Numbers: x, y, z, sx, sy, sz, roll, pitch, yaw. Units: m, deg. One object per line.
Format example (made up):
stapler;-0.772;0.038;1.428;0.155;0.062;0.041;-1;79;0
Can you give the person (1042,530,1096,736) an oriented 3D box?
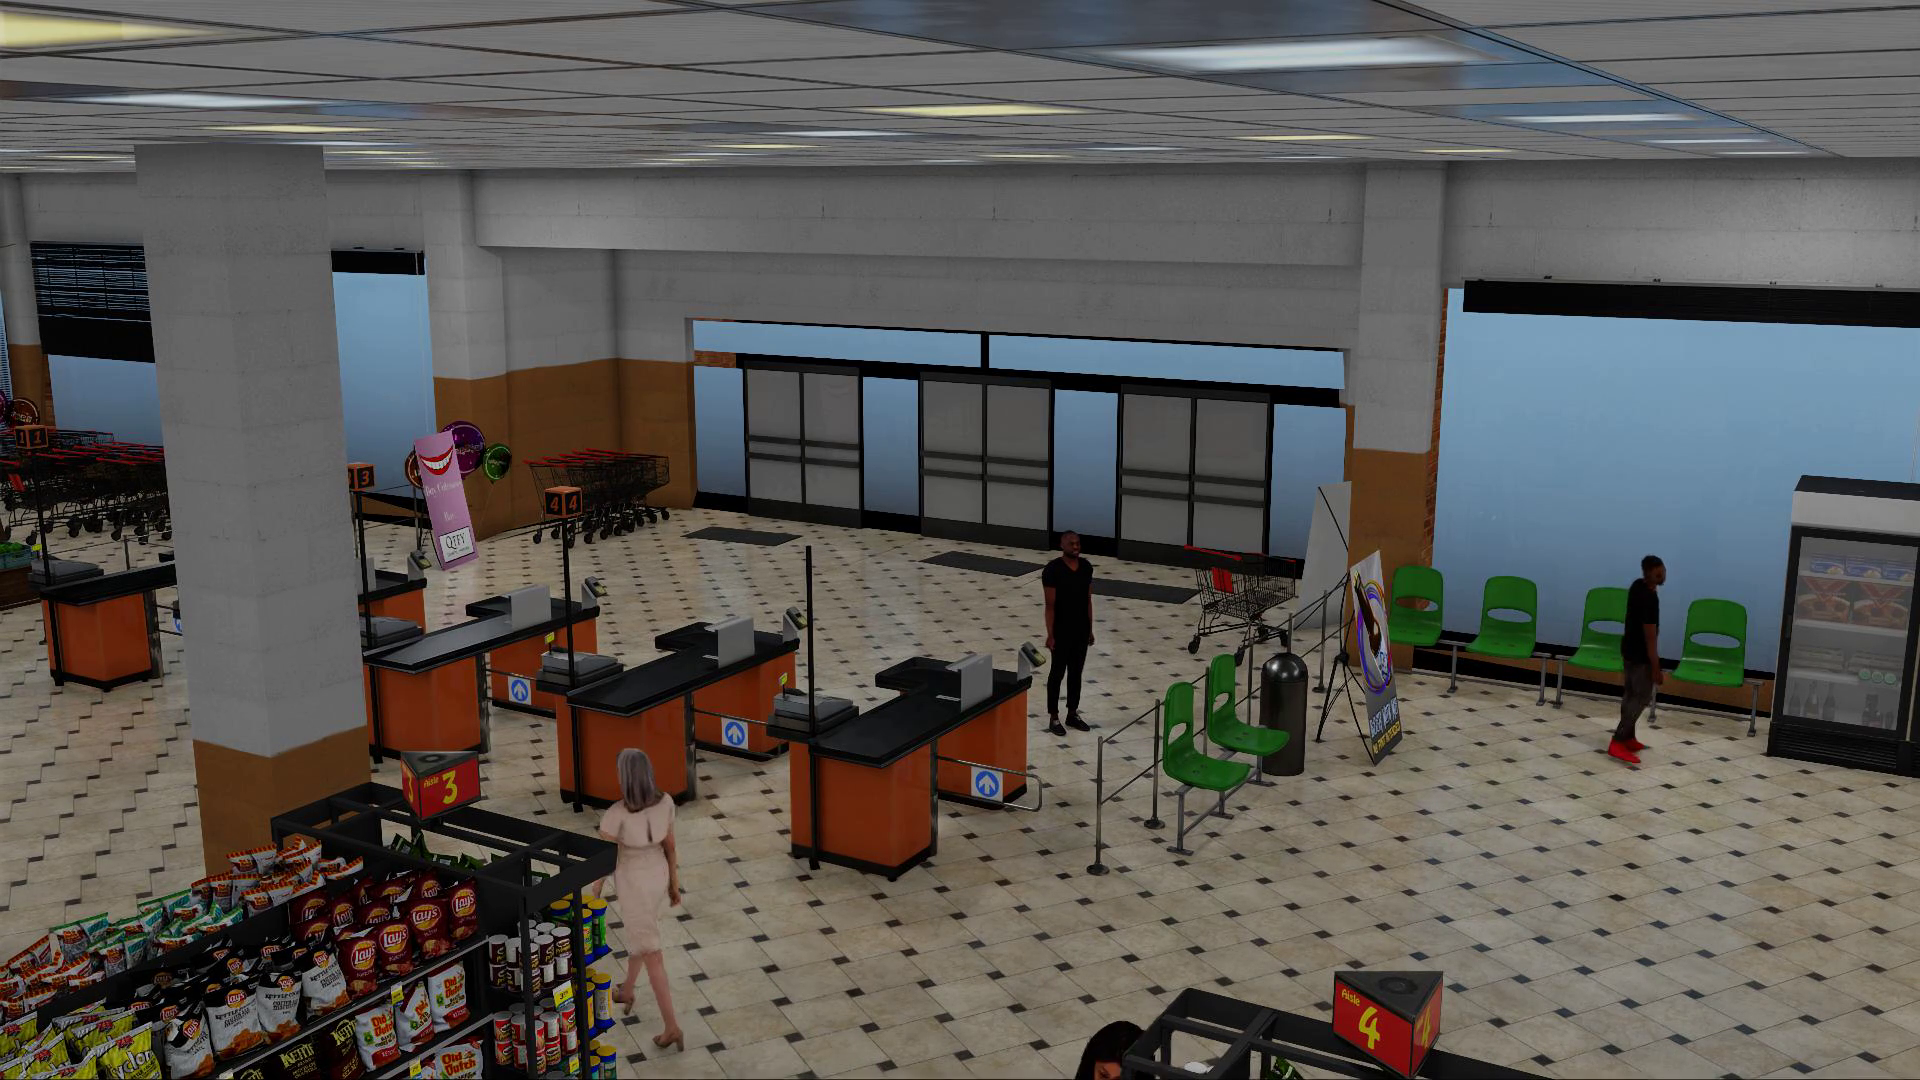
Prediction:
person;0.959;0.804;14.728;0.680;1.815;0.810;-7;14;-30

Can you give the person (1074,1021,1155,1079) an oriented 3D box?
person;0.648;2.605;6.236;1.154;1.790;0.886;-11;16;-41

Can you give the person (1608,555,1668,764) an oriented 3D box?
person;5.724;0.965;14.054;0.902;1.778;0.745;-2;12;-10

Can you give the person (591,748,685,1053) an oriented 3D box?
person;-1.701;2.023;9.204;0.843;1.705;1.009;11;16;42
